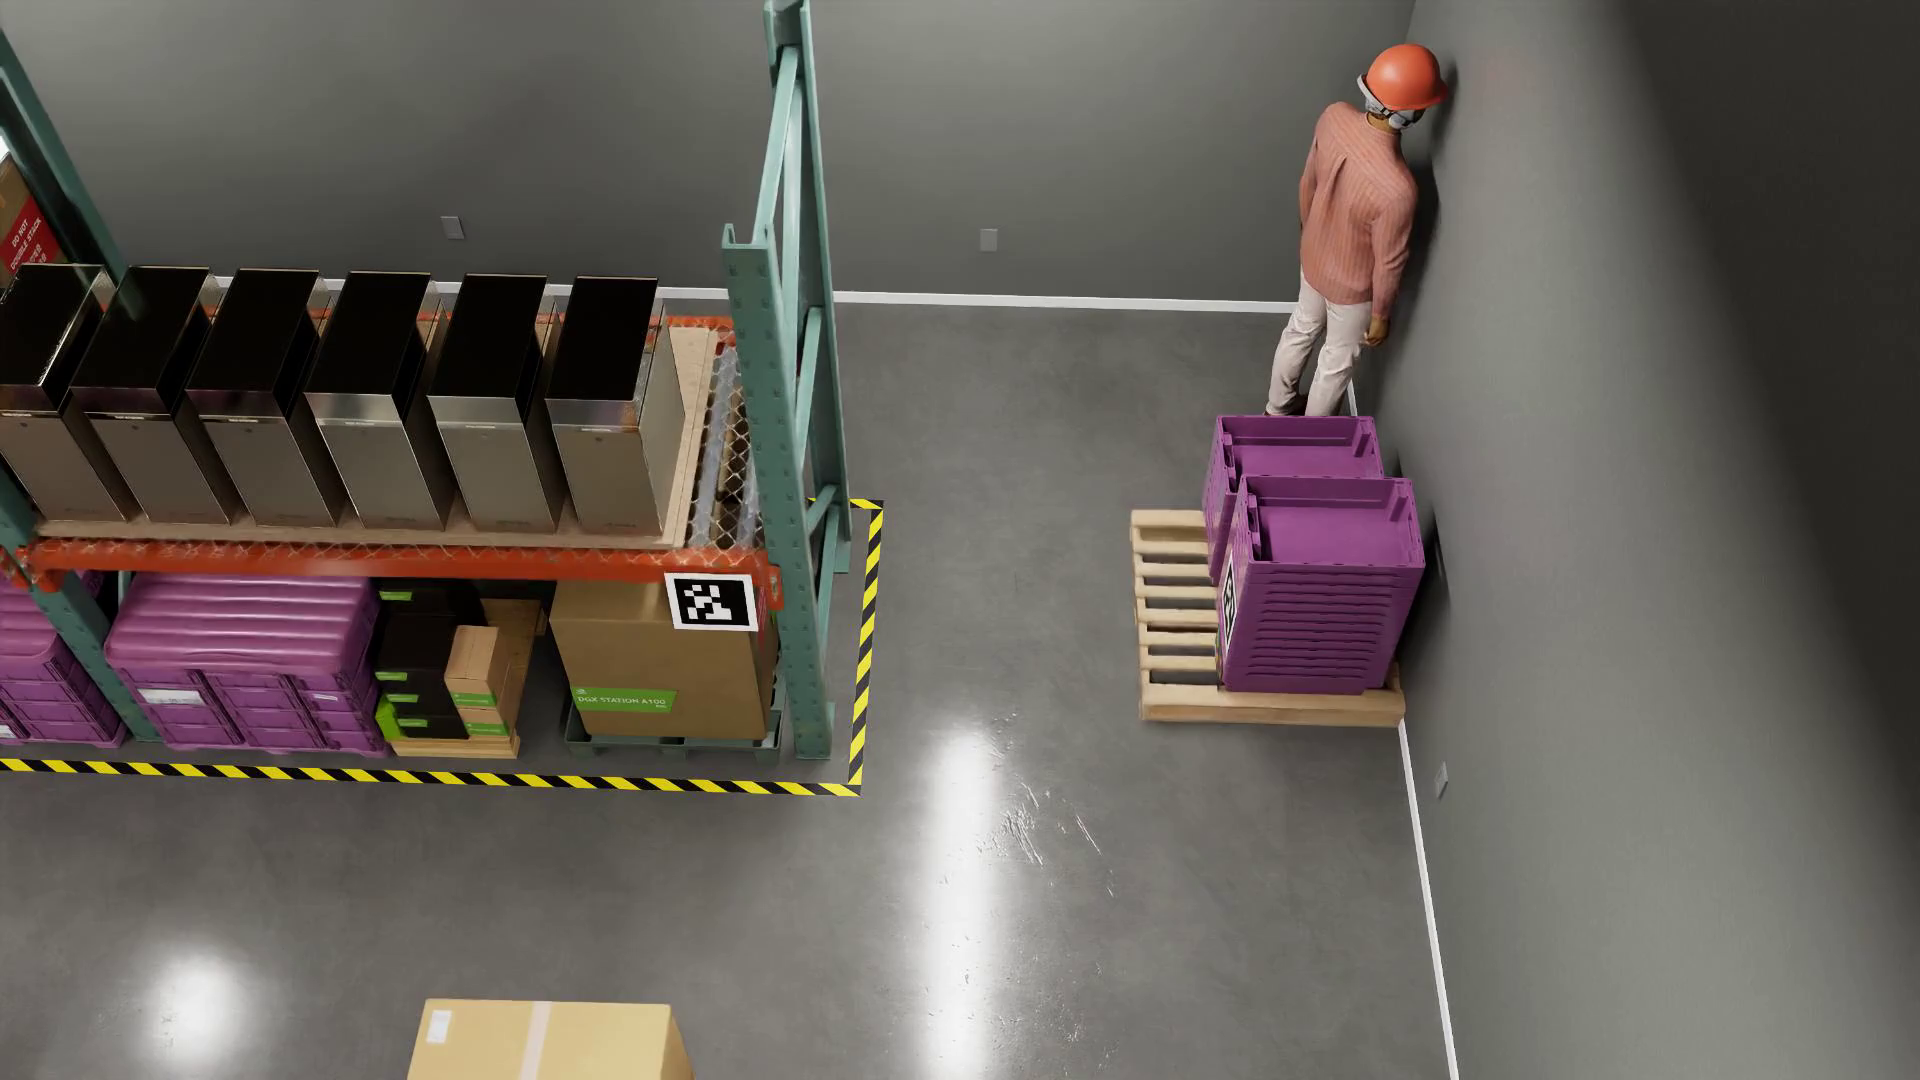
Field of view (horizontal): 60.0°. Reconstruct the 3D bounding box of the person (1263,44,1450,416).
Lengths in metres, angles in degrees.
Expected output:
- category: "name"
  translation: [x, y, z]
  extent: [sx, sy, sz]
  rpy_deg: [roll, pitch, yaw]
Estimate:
- category: "person"
  translation: [1.529, -1.069, 6.499]
  extent: [0.397, 1.992, 0.621]
  rpy_deg: [-17, 54, -13]
